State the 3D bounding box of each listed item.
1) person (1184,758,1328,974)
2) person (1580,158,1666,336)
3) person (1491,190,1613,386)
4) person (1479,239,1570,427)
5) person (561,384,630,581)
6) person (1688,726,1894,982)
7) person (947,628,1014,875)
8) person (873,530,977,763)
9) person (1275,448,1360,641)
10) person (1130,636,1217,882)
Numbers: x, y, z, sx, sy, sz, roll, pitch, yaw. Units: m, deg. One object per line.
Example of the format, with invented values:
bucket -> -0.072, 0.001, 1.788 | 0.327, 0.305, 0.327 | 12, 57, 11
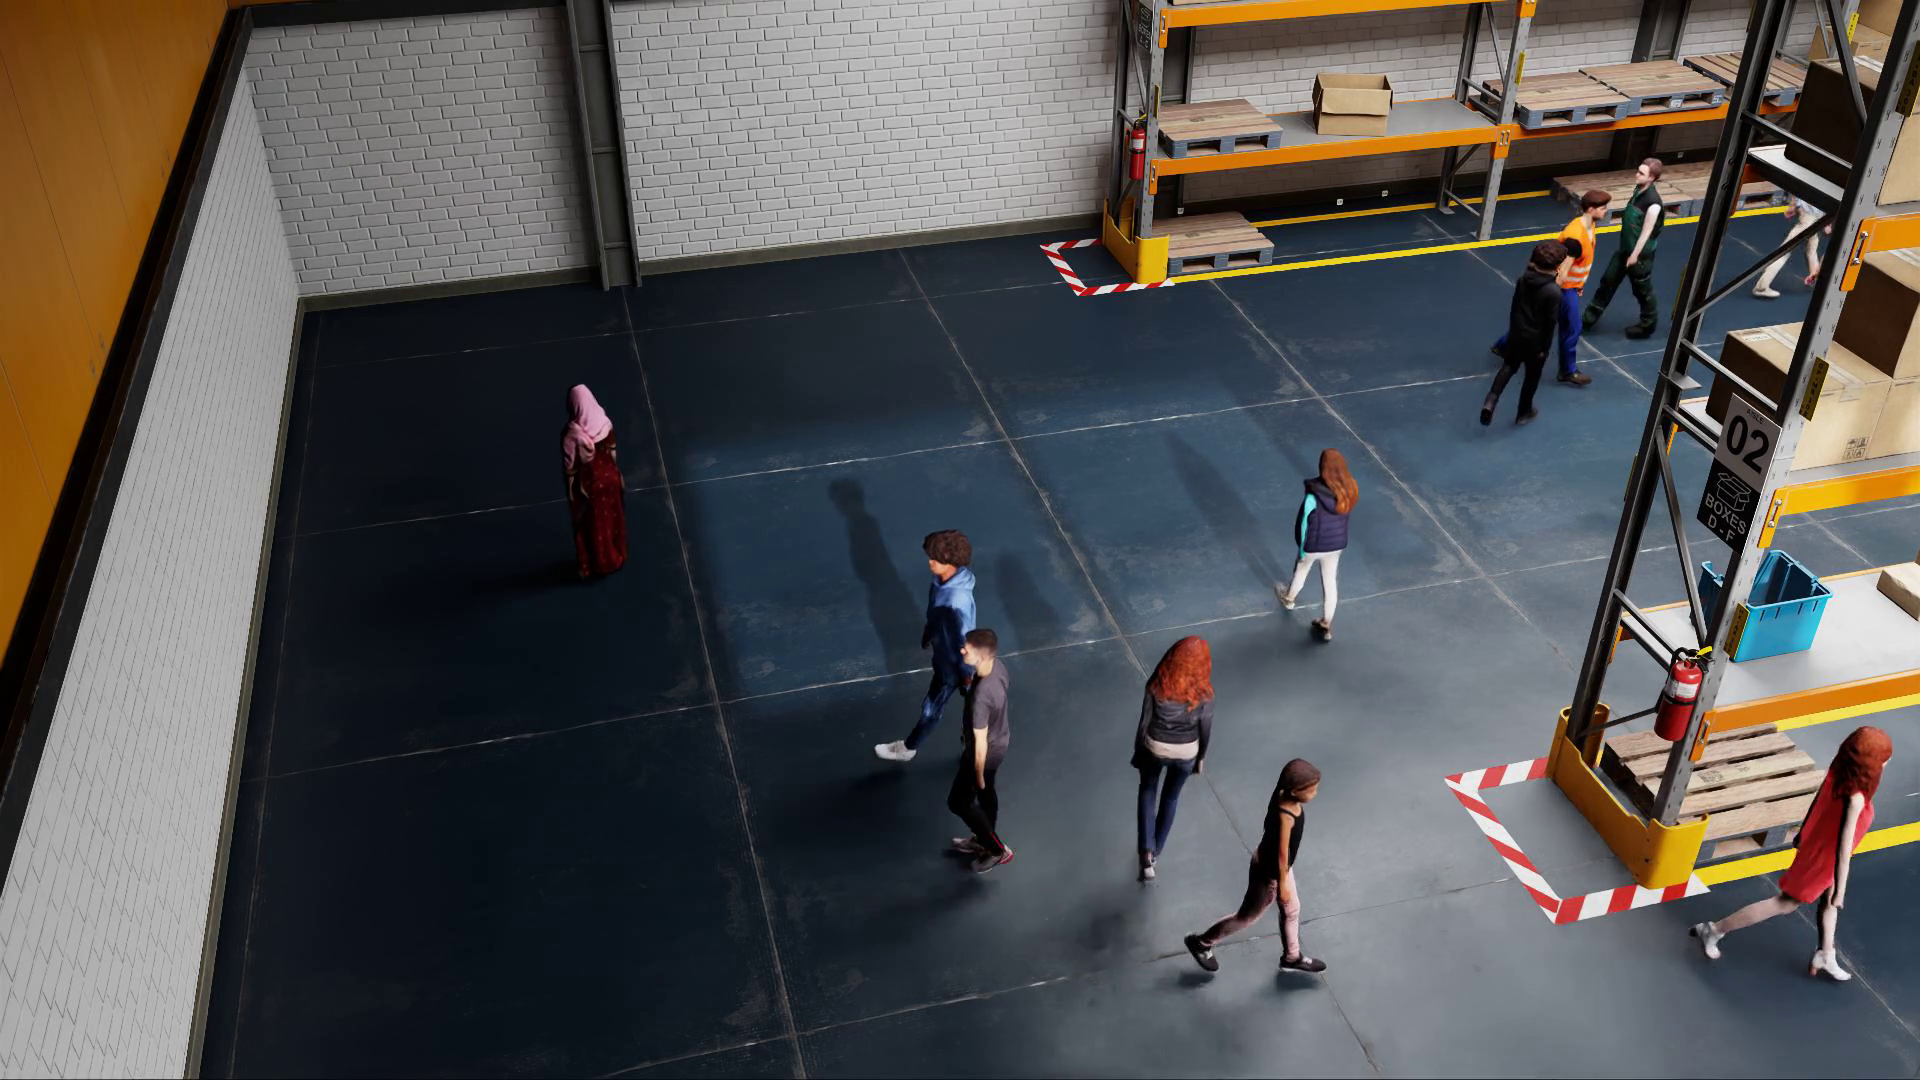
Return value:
person -> 1.655, 1.826, 9.228 | 1.106, 1.537, 0.896 | 10, 35, 15
person -> 6.529, -2.751, 15.881 | 1.177, 1.796, 0.828 | 0, 34, 0
person -> 5.426, -2.335, 15.215 | 1.251, 1.840, 1.124 | 14, 36, 21
person -> 4.881, -1.744, 14.395 | 1.093, 1.763, 0.885 | -24, 40, -32
person -> -2.762, -0.449, 12.560 | 0.706, 1.638, 0.818 | -29, 43, -36
person -> 4.599, 1.744, 9.125 | 1.221, 1.787, 1.020 | 10, 35, 15
person -> 0.208, 1.252, 9.894 | 0.792, 1.756, 0.768 | 6, 34, 9
person -> 0.045, 0.717, 10.692 | 1.173, 1.763, 0.800 | -3, 34, -5
person -> 2.635, 0.062, 11.943 | 0.826, 1.470, 0.674 | -11, 35, -16
person -> 1.220, 1.346, 9.743 | 0.904, 1.767, 0.891 | 6, 34, 8
